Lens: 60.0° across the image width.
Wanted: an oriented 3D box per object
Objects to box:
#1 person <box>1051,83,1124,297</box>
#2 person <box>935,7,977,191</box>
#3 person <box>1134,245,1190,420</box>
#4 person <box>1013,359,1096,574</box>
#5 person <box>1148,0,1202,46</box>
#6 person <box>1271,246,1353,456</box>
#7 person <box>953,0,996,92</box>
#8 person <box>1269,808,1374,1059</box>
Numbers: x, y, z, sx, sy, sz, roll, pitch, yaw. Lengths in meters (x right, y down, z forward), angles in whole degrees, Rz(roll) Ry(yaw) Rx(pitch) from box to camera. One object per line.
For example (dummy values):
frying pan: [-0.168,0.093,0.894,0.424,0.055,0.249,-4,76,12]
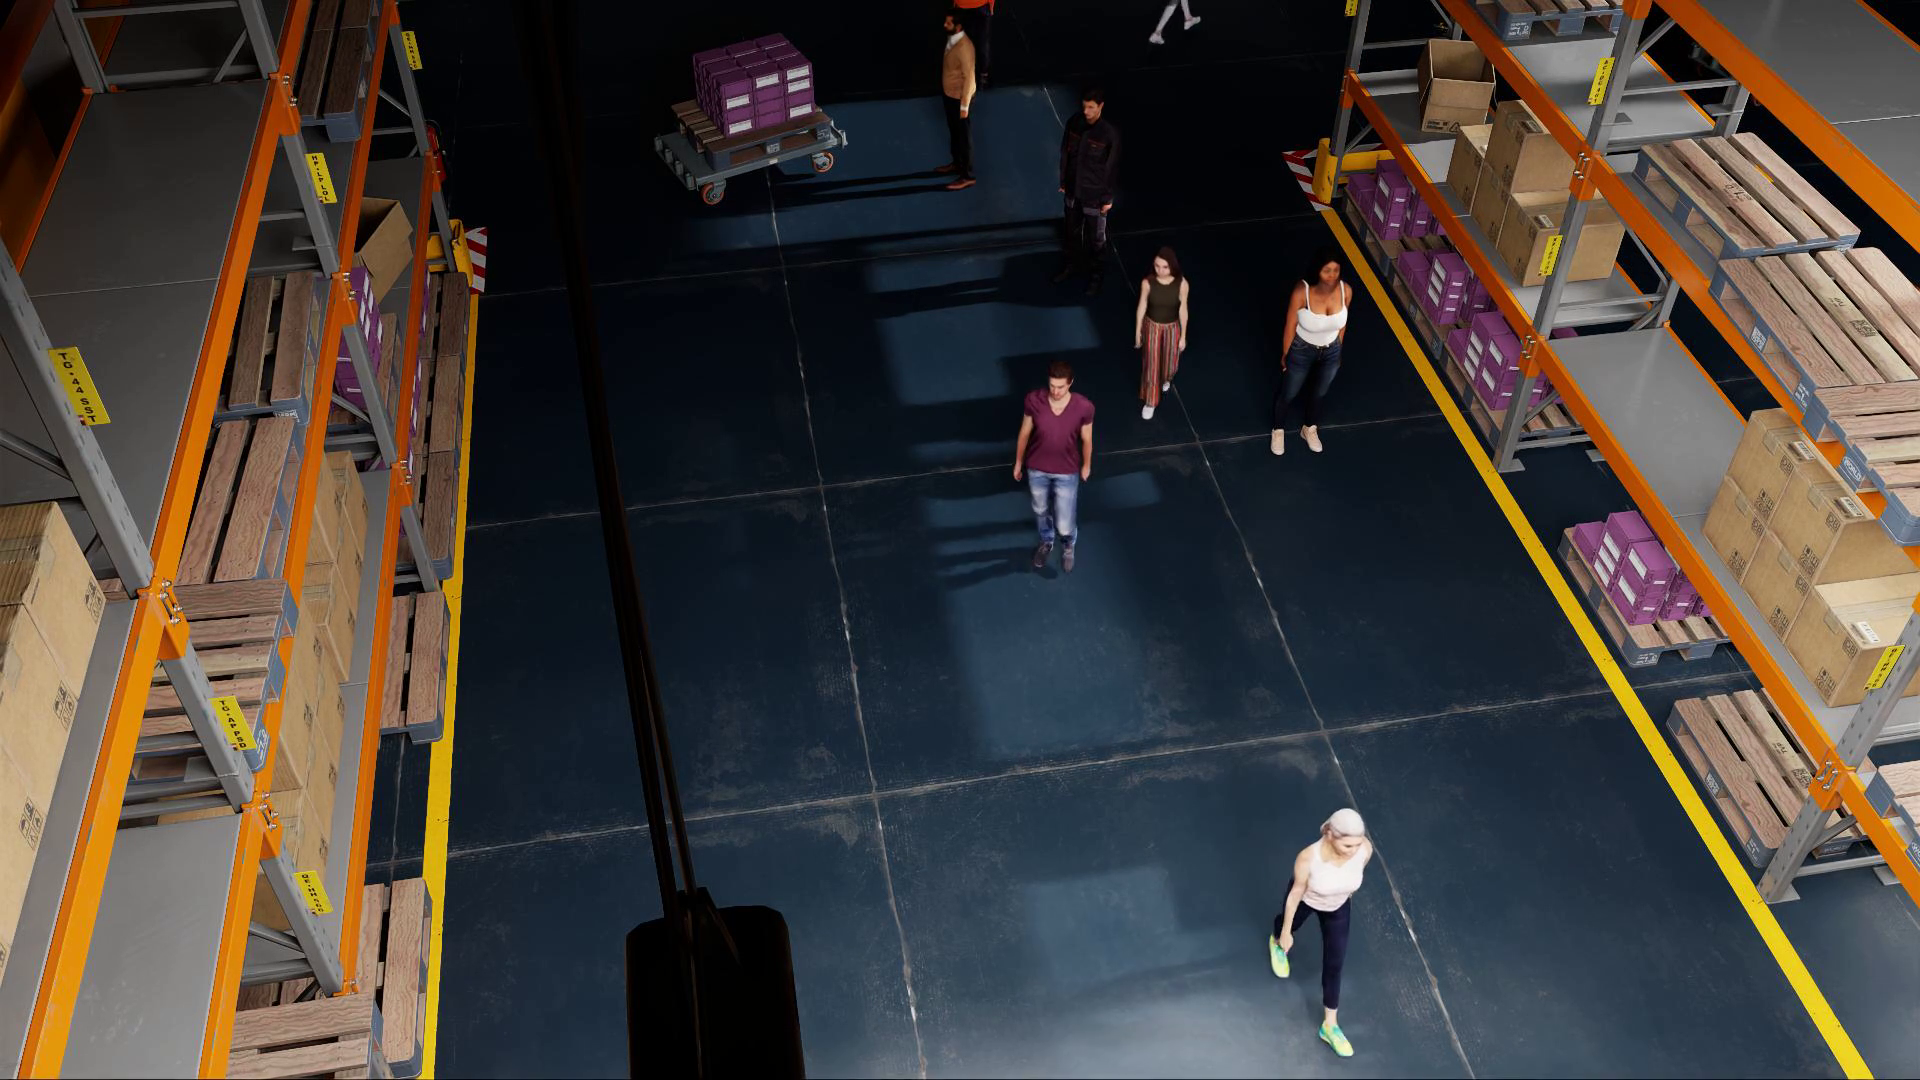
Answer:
person: [1.088,-2.991,14.067,0.774,1.944,0.840,27,50,25]
person: [-0.008,-4.094,15.364,0.752,1.752,0.554,-13,45,-13]
person: [1.580,-1.669,12.965,0.720,1.550,0.834,9,44,10]
person: [0.673,-0.582,11.613,0.797,1.840,0.820,15,46,15]
person: [2.273,-6.000,17.428,1.131,1.664,1.075,35,53,31]
person: [2.641,-1.431,12.526,0.637,1.810,0.598,-5,44,-5]
person: [0.129,-5.355,16.689,0.699,1.749,0.695,11,45,11]
person: [1.918,1.926,9.111,0.668,1.661,1.101,-8,44,-8]
